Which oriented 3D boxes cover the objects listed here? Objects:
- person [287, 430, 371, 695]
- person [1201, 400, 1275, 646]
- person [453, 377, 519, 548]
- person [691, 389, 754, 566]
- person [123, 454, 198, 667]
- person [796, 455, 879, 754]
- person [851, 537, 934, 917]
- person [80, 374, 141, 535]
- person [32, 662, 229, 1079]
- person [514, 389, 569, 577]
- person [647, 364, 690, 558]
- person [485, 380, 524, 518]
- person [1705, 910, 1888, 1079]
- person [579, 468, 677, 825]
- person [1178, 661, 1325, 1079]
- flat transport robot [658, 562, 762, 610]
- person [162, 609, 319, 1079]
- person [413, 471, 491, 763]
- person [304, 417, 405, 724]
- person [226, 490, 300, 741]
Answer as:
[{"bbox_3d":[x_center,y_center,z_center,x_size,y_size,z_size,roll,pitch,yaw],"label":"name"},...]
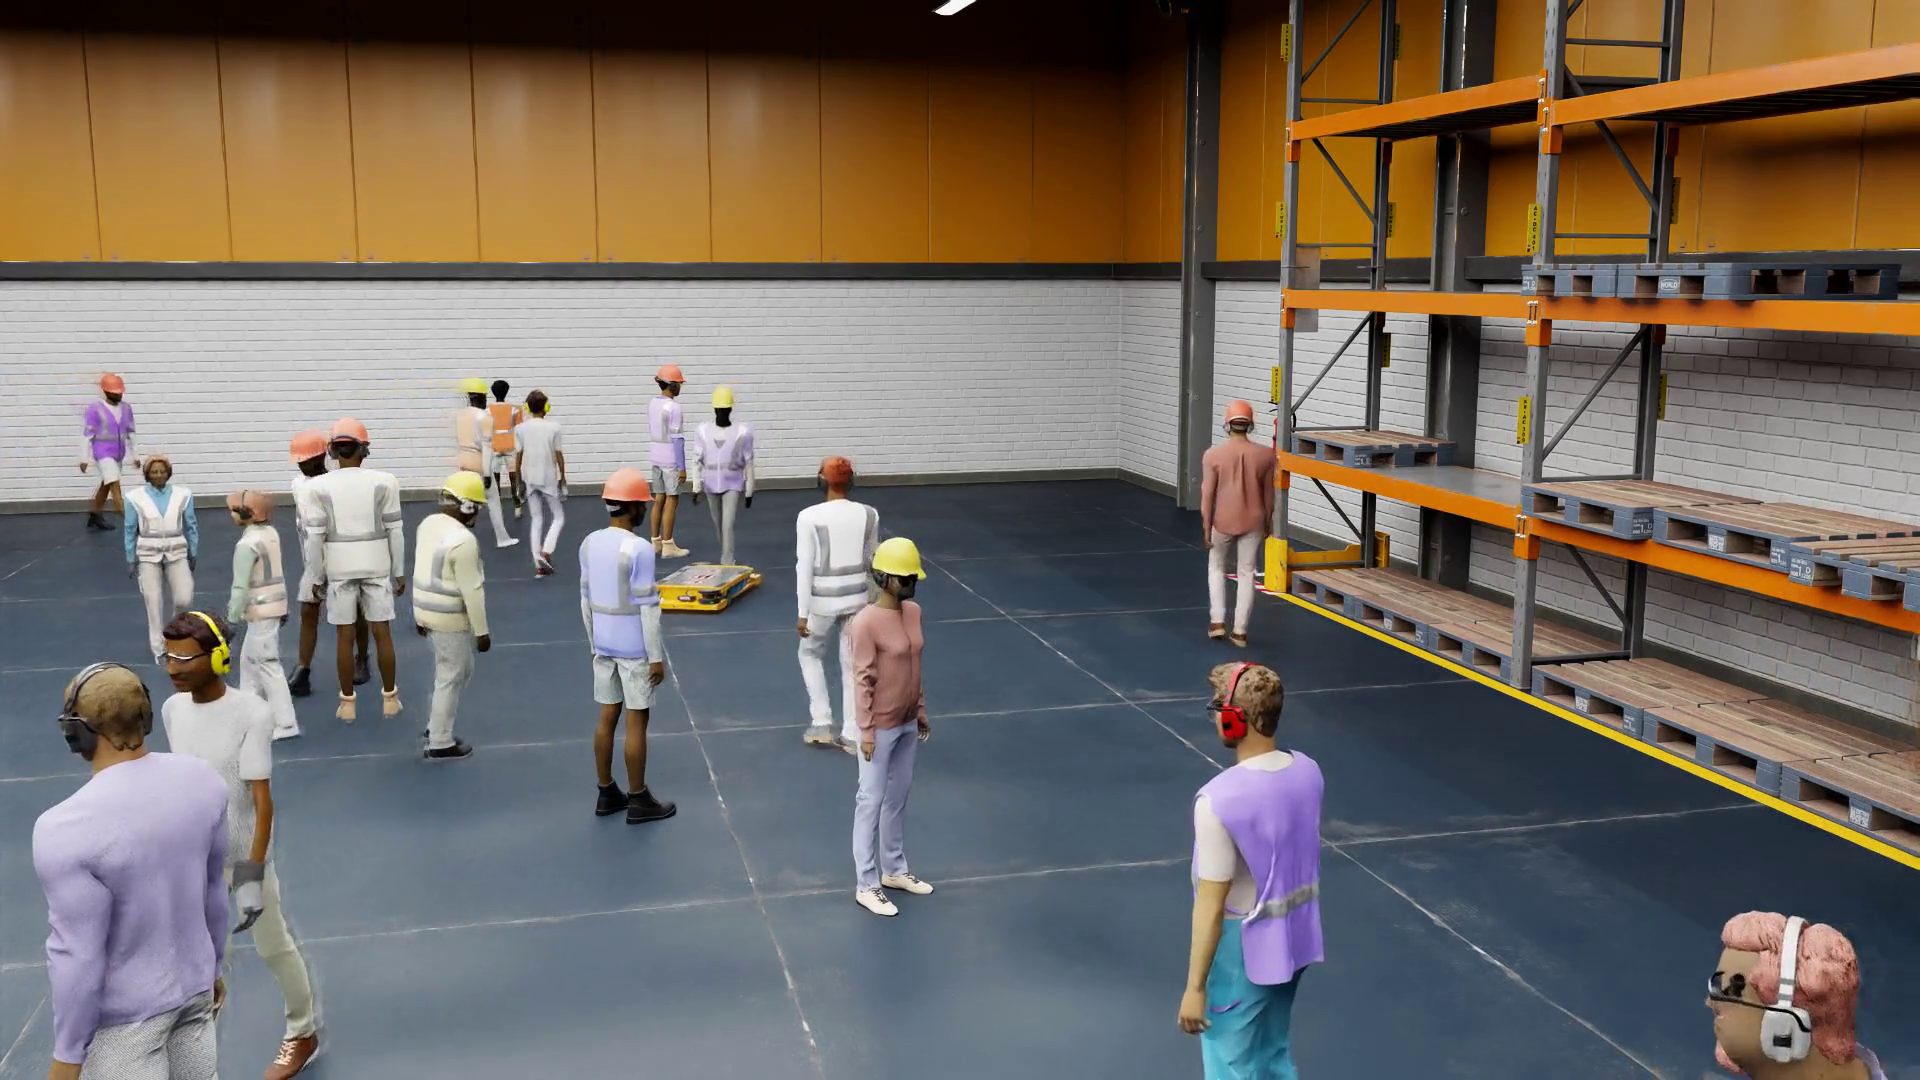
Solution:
[{"bbox_3d":[-4.513,0.163,11.773,0.578,1.879,0.938,3,9,16],"label":"person"},{"bbox_3d":[2.234,-0.147,13.442,0.621,1.969,0.601,0,9,0],"label":"person"},{"bbox_3d":[-5.204,-0.794,17.787,0.602,1.883,0.996,5,11,31],"label":"person"},{"bbox_3d":[-2.287,-0.537,16.181,0.583,1.887,0.991,1,9,9],"label":"person"},{"bbox_3d":[-6.078,0.152,12.677,0.522,1.628,0.380,-6,11,-34],"label":"person"},{"bbox_3d":[-0.794,0.394,10.407,0.603,1.862,0.599,-5,11,-31],"label":"person"},{"bbox_3d":[-0.311,0.859,7.826,0.320,1.766,0.523,5,11,30],"label":"person"},{"bbox_3d":[-9.695,-0.974,19.016,1.093,1.861,0.603,3,10,20],"label":"person"},{"bbox_3d":[-2.261,1.287,4.610,0.352,1.936,0.635,2,9,15],"label":"person"},{"bbox_3d":[-4.106,-0.549,16.329,0.537,1.854,0.423,1,9,6],"label":"person"},{"bbox_3d":[-3.046,-0.829,17.516,0.408,2.036,0.609,-7,12,-38],"label":"person"},{"bbox_3d":[-5.576,-1.103,20.278,0.540,1.695,0.317,-3,10,-19],"label":"person"},{"bbox_3d":[1.411,1.574,2.997,0.614,1.888,0.655,6,11,33],"label":"person"},{"bbox_3d":[-1.807,0.572,9.082,0.552,1.932,0.377,7,11,37],"label":"person"},{"bbox_3d":[0.888,1.276,5.004,0.387,1.836,0.562,8,12,41],"label":"person"},{"bbox_3d":[-2.326,0.415,15.238,0.652,0.197,1.431,1,9,9],"label":"flat transport robot"},{"bbox_3d":[-2.607,1.148,5.838,0.542,1.817,0.970,3,10,18],"label":"person"},{"bbox_3d":[-3.068,0.477,10.117,0.474,1.791,0.618,-7,12,-39],"label":"person"},{"bbox_3d":[-4.013,0.203,11.073,0.605,2.034,0.392,-4,10,-21],"label":"person"},{"bbox_3d":[-4.509,0.486,10.587,0.570,1.617,0.530,-1,9,-6],"label":"person"}]
